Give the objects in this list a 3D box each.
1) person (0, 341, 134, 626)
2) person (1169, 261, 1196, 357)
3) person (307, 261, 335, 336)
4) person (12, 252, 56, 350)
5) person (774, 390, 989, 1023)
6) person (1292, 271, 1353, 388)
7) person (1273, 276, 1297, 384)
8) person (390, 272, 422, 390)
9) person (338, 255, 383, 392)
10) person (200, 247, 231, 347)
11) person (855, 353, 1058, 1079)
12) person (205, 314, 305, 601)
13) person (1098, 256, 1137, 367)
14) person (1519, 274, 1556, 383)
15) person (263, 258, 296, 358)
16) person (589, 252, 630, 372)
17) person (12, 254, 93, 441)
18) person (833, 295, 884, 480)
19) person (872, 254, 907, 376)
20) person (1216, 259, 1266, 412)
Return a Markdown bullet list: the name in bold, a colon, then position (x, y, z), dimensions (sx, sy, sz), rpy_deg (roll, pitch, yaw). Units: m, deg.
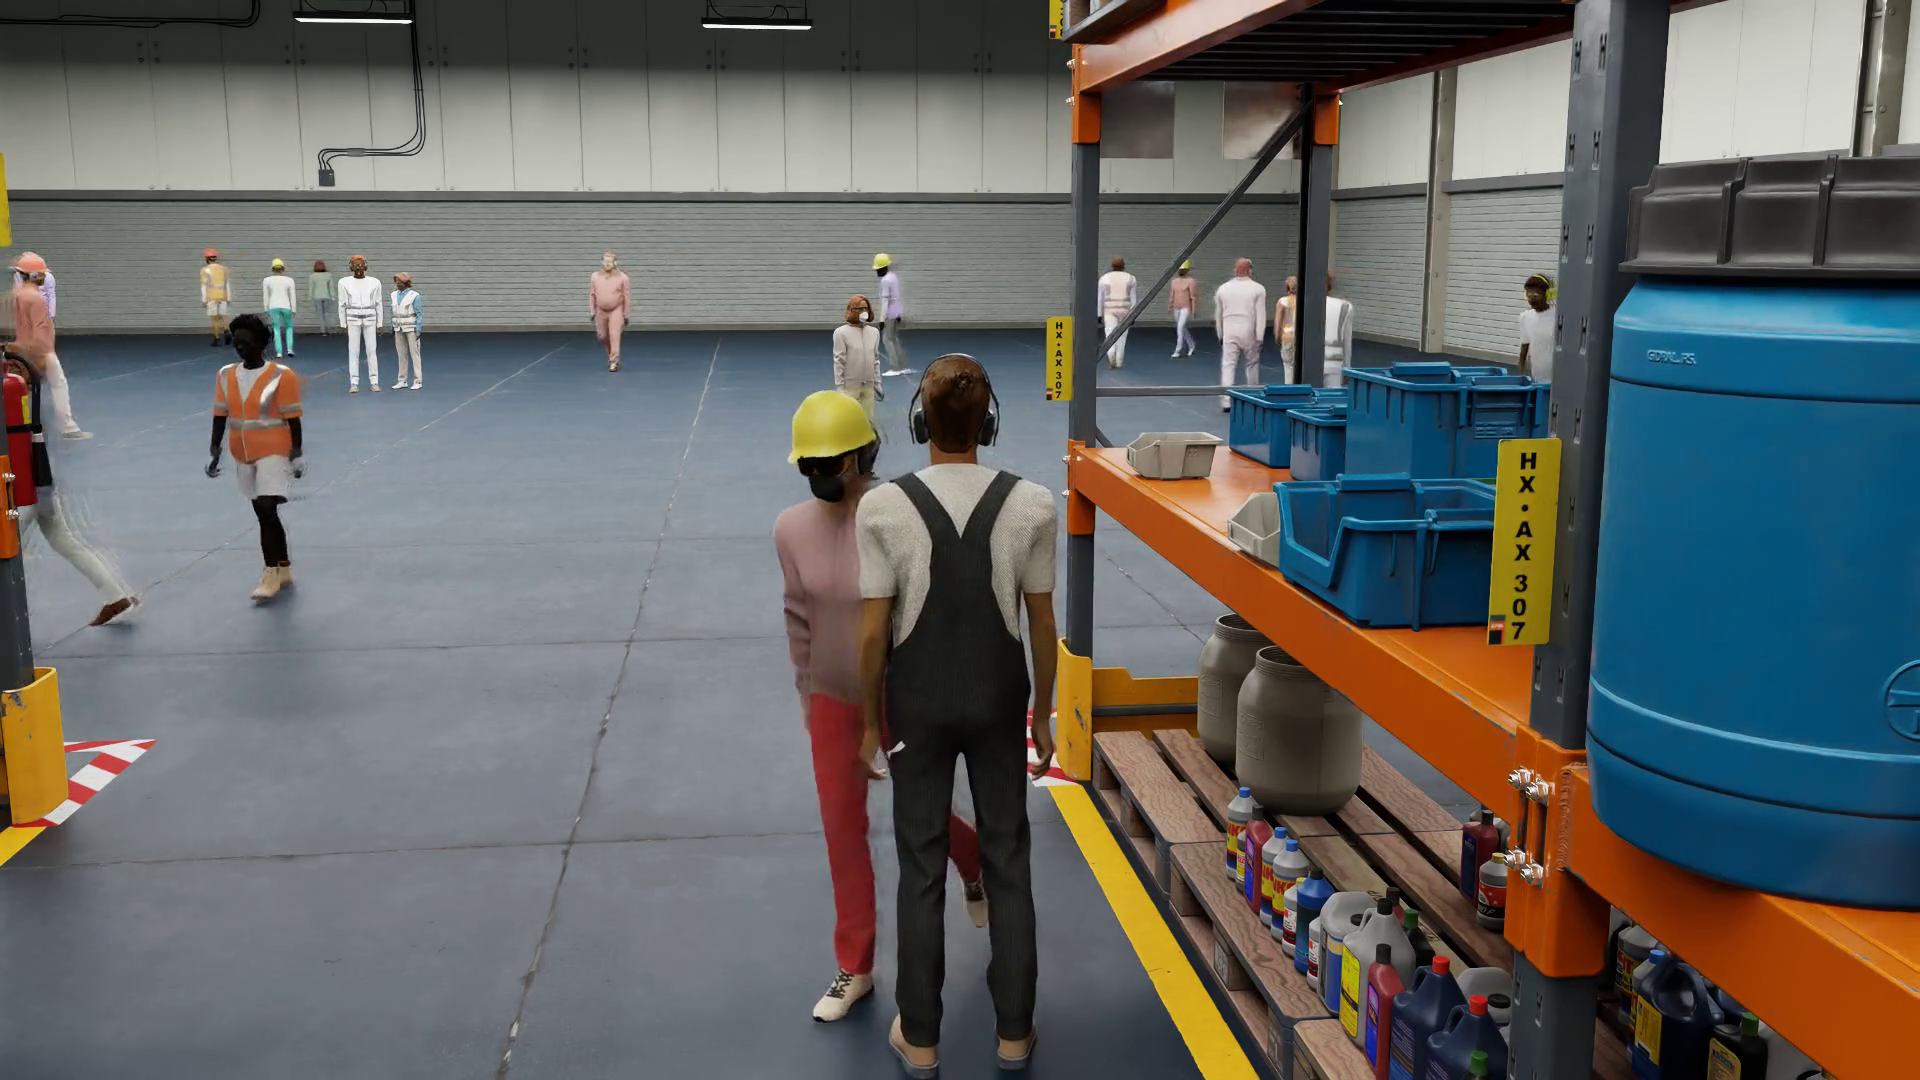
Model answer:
- **person**: position (-4.934, -0.272, 8.896), dimensions (0.853, 1.592, 0.500), rpy_deg (-5, 11, -24)
- **person**: position (4.017, -4.138, 29.693), dimensions (0.785, 1.747, 0.536), rpy_deg (-10, 14, -43)
- **person**: position (-13.862, -5.229, 35.993), dimensions (0.530, 1.610, 0.550), rpy_deg (-9, 13, -39)
- **person**: position (-14.328, -3.499, 25.733), dimensions (0.640, 1.905, 0.410), rpy_deg (0, 10, -1)
- **person**: position (-0.210, 0.423, 4.680), dimensions (0.543, 1.732, 0.717), rpy_deg (5, 11, 25)
- **person**: position (3.350, -1.581, 15.340), dimensions (0.577, 1.862, 0.733), rpy_deg (0, 10, 1)
- **person**: position (4.306, -2.594, 21.507), dimensions (0.543, 1.623, 0.372), rpy_deg (-2, 11, -10)
- **person**: position (-7.764, -2.927, 23.319), dimensions (0.514, 1.640, 0.310), rpy_deg (4, 11, 20)
- **person**: position (-8.240, -2.972, 22.901), dimensions (0.574, 1.883, 0.355), rpy_deg (-4, 11, -23)
- **person**: position (-14.472, -4.712, 32.326), dimensions (0.416, 1.924, 0.574), rpy_deg (8, 13, 37)
- **person**: position (-0.009, 0.454, 4.222), dimensions (0.506, 1.845, 0.344), rpy_deg (-1, 10, -6)
- **person**: position (-4.178, -0.481, 9.792), dimensions (0.547, 1.671, 0.682), rpy_deg (3, 11, 16)
- **person**: position (2.553, -3.693, 27.035), dimensions (0.632, 1.821, 0.770), rpy_deg (0, 10, 2)
- **person**: position (4.953, -1.339, 14.134), dimensions (0.892, 1.809, 0.585), rpy_deg (-7, 12, -34)
- **person**: position (-12.033, -4.094, 29.436), dimensions (0.535, 1.747, 0.623), rpy_deg (-4, 11, -20)
- **person**: position (-5.563, -3.635, 26.506), dimensions (0.650, 1.890, 0.684), rpy_deg (1, 10, 6)
- **person**: position (-9.614, -1.964, 17.176), dimensions (0.624, 1.962, 0.963), rpy_deg (9, 13, 40)
- **person**: position (-0.883, -1.319, 14.519), dimensions (0.499, 1.634, 0.279), rpy_deg (-9, 14, -41)
- **person**: position (-1.085, -3.450, 25.540), dimensions (0.490, 1.877, 0.703), rpy_deg (2, 10, 8)
- **person**: position (3.476, -2.516, 20.461), dimensions (0.674, 1.851, 0.980), rpy_deg (6, 12, 28)
